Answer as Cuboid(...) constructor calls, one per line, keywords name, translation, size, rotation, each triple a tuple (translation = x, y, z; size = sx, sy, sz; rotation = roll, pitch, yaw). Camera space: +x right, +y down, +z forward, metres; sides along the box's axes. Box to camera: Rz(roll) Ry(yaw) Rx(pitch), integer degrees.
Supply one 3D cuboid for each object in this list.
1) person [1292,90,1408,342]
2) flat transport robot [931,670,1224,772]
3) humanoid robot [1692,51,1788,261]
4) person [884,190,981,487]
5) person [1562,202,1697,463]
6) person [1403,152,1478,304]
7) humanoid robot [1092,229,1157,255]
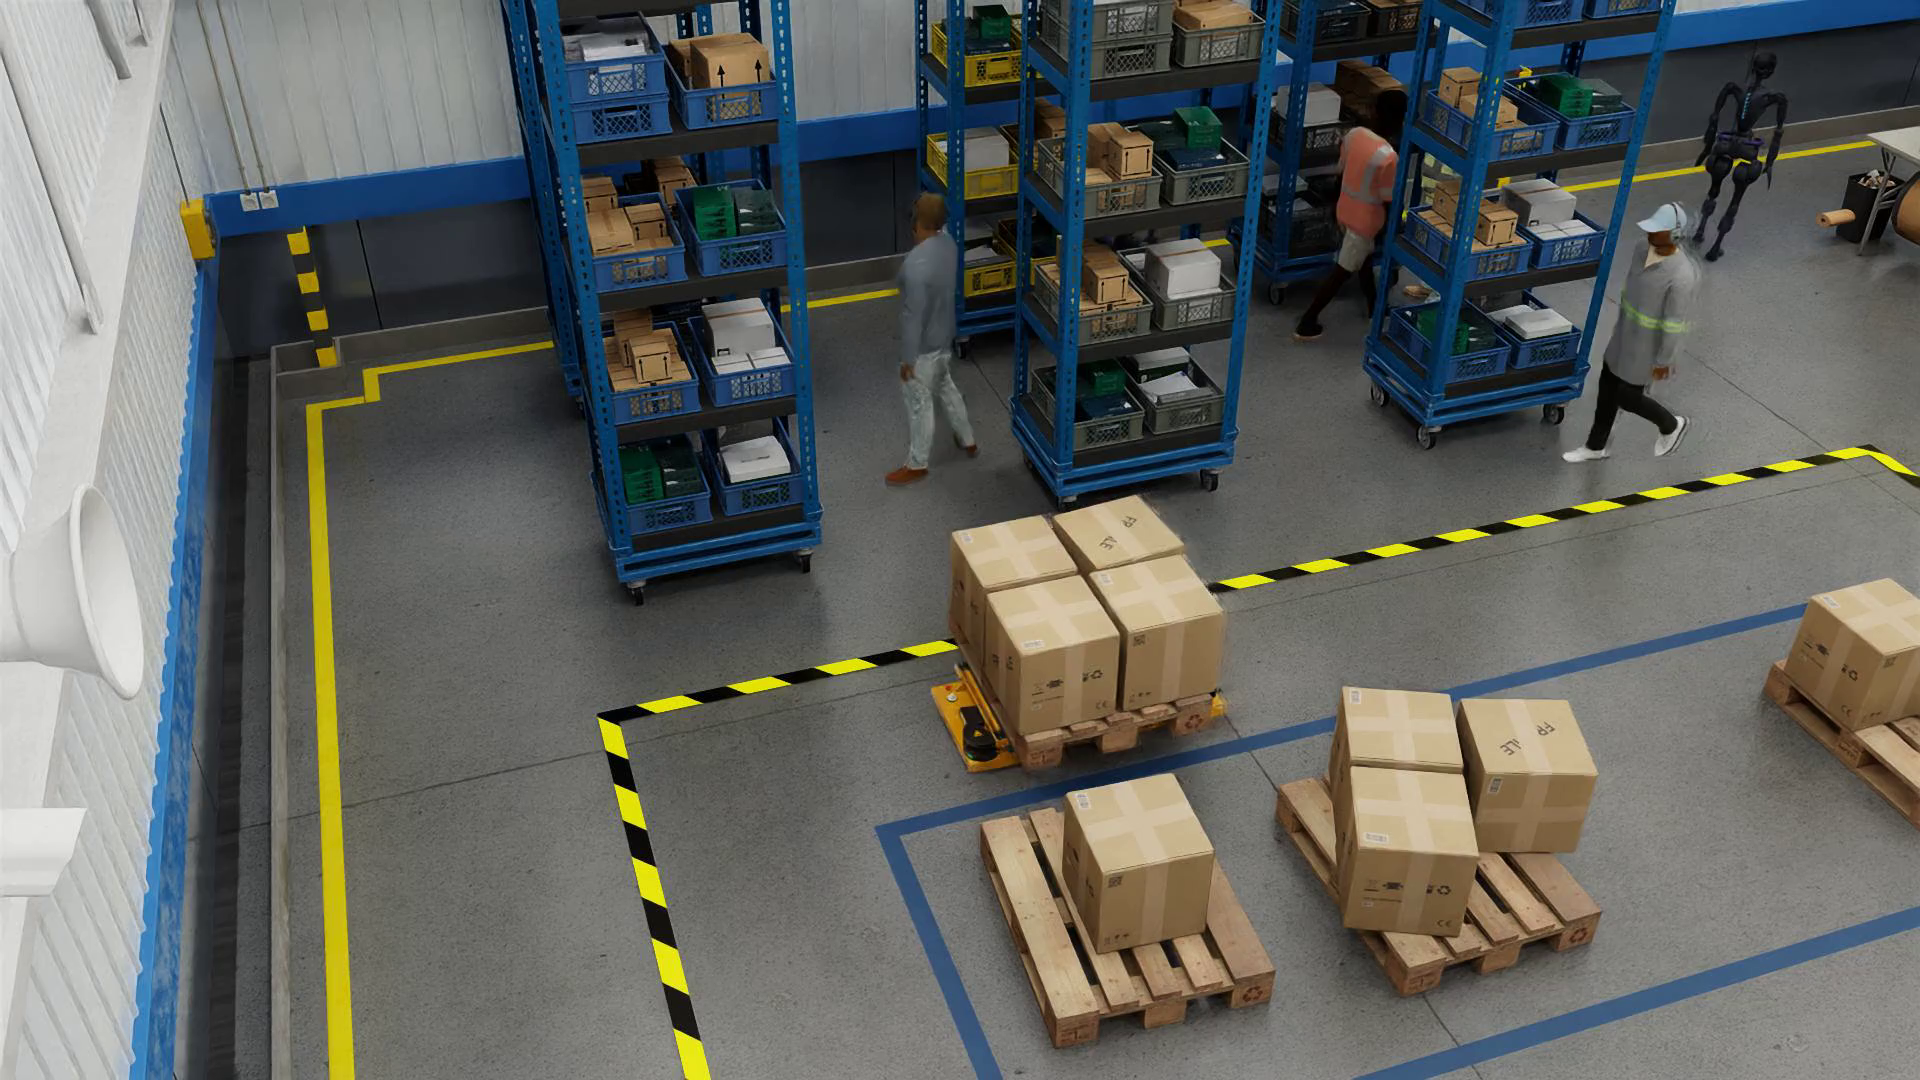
Cuboid(name="person", translation=(2.890, -2.318, 11.924), size=(0.993, 1.905, 0.633), rotation=(-10, 36, -14))
Cuboid(name="flat transport robot", translation=(0.623, 0.813, 8.879), size=(1.431, 0.197, 0.652), rotation=(-11, 37, -15))
Cuboid(name="humanoid robot", translation=(6.132, -3.028, 13.121), size=(0.609, 1.646, 0.377), rotation=(26, 43, 32))
Cuboid(name="person", translation=(-0.159, -1.239, 10.402), size=(0.530, 1.902, 0.739), rotation=(9, 36, 13))
Cuboid(name="person", translation=(4.353, -1.280, 10.514), size=(0.673, 1.833, 0.595), rotation=(-6, 36, -8))
Cuboid(name="person", translation=(3.597, -2.542, 12.297), size=(0.429, 1.842, 0.624), rotation=(6, 36, 8))
Cuboid(name="humanoid robot", translation=(1.157, -1.942, 11.633), size=(0.766, 1.633, 0.608), rotation=(-28, 44, -34))
